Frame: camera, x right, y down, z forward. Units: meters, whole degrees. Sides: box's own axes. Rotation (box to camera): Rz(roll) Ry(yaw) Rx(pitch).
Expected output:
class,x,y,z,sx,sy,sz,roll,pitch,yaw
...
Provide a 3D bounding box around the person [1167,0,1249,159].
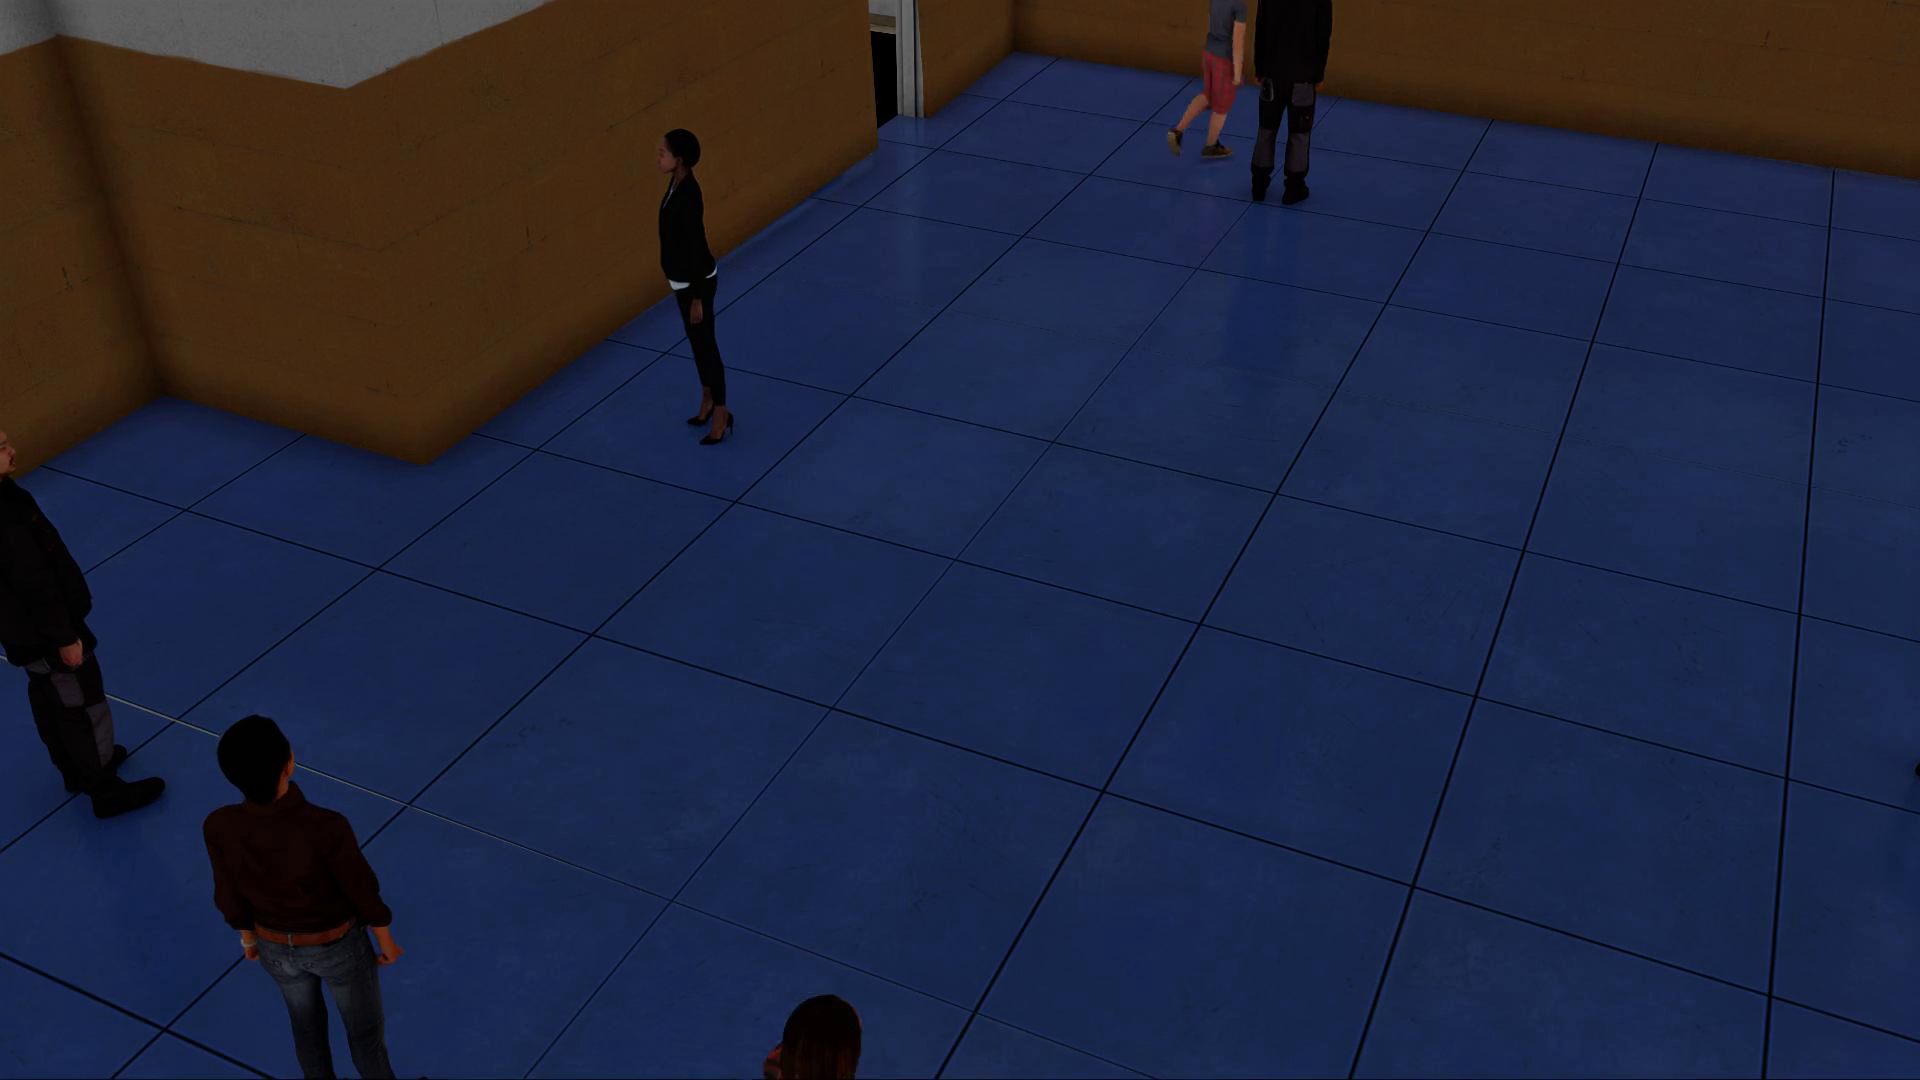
class,x,y,z,sx,sy,sz,roll,pitch,yaw
person,1.956,-3.660,12.831,0.967,1.609,0.944,-20,39,-28

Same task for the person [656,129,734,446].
class,x,y,z,sx,sy,sz,roll,pitch,yaw
person,-1.473,-1.386,9.222,0.743,1.834,0.684,-11,35,-16

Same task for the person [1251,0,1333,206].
class,x,y,z,sx,sy,sz,roll,pitch,yaw
person,2.415,-3.435,12.201,0.527,1.946,0.760,13,36,18

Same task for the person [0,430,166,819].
class,x,y,z,sx,sy,sz,roll,pitch,yaw
person,-3.692,0.293,6.643,0.687,1.871,0.895,28,43,35

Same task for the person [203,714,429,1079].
class,x,y,z,sx,sy,sz,roll,pitch,yaw
person,-2.048,1.277,5.266,0.614,1.781,0.781,1,34,1
